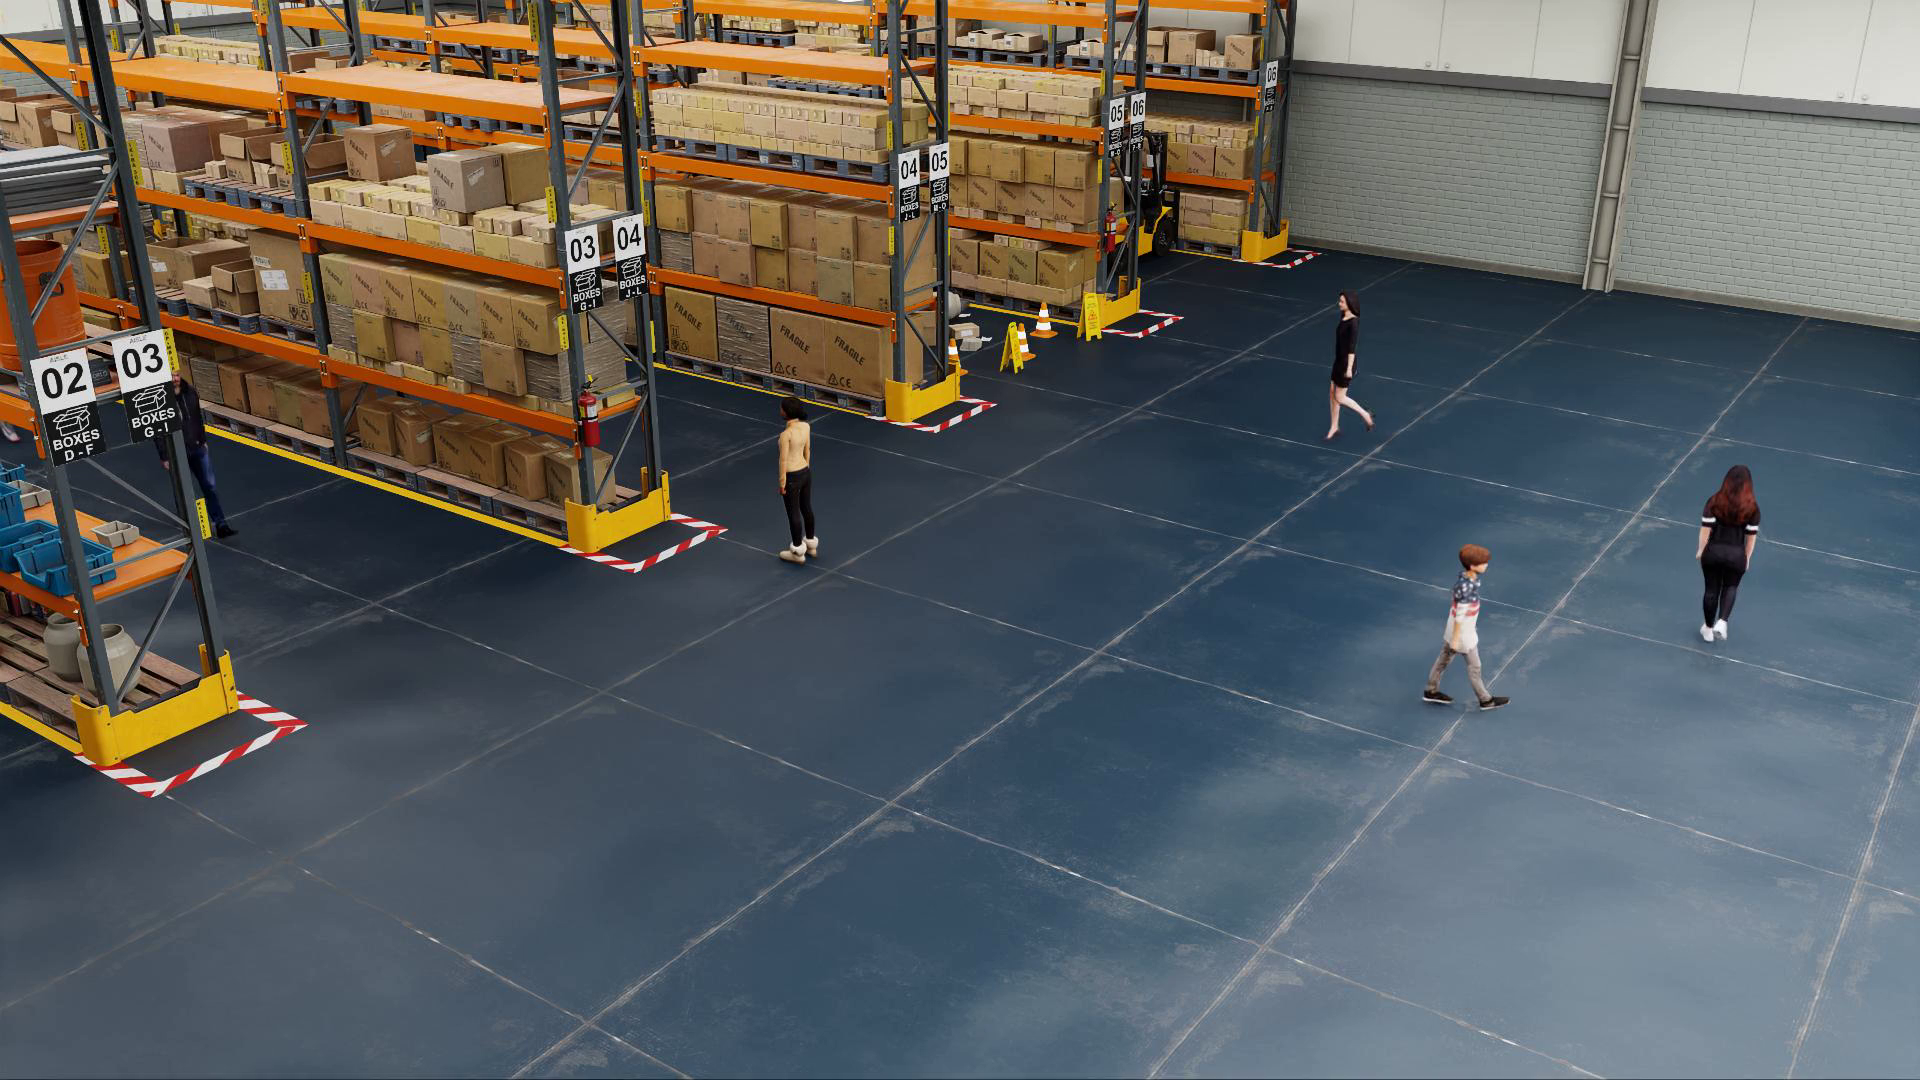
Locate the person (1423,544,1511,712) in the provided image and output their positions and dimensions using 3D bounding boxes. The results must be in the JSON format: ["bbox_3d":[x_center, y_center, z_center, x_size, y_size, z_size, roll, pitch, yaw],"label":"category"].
[{"bbox_3d":[3.947,0.702,13.321,0.964,1.413,0.759,5,24,11],"label":"person"}]

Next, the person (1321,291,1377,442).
[{"bbox_3d":[4.498,-1.958,19.101,0.959,1.785,0.872,-1,23,-3],"label":"person"}]

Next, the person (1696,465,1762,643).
[{"bbox_3d":[6.587,0.156,14.327,0.735,1.631,0.761,8,24,18],"label":"person"}]

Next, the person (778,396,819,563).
[{"bbox_3d":[-1.574,-0.608,16.088,0.532,1.659,0.563,16,28,33],"label":"person"}]

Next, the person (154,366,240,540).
[{"bbox_3d":[-7.751,-0.904,16.524,1.009,1.860,0.761,18,29,36],"label":"person"}]
